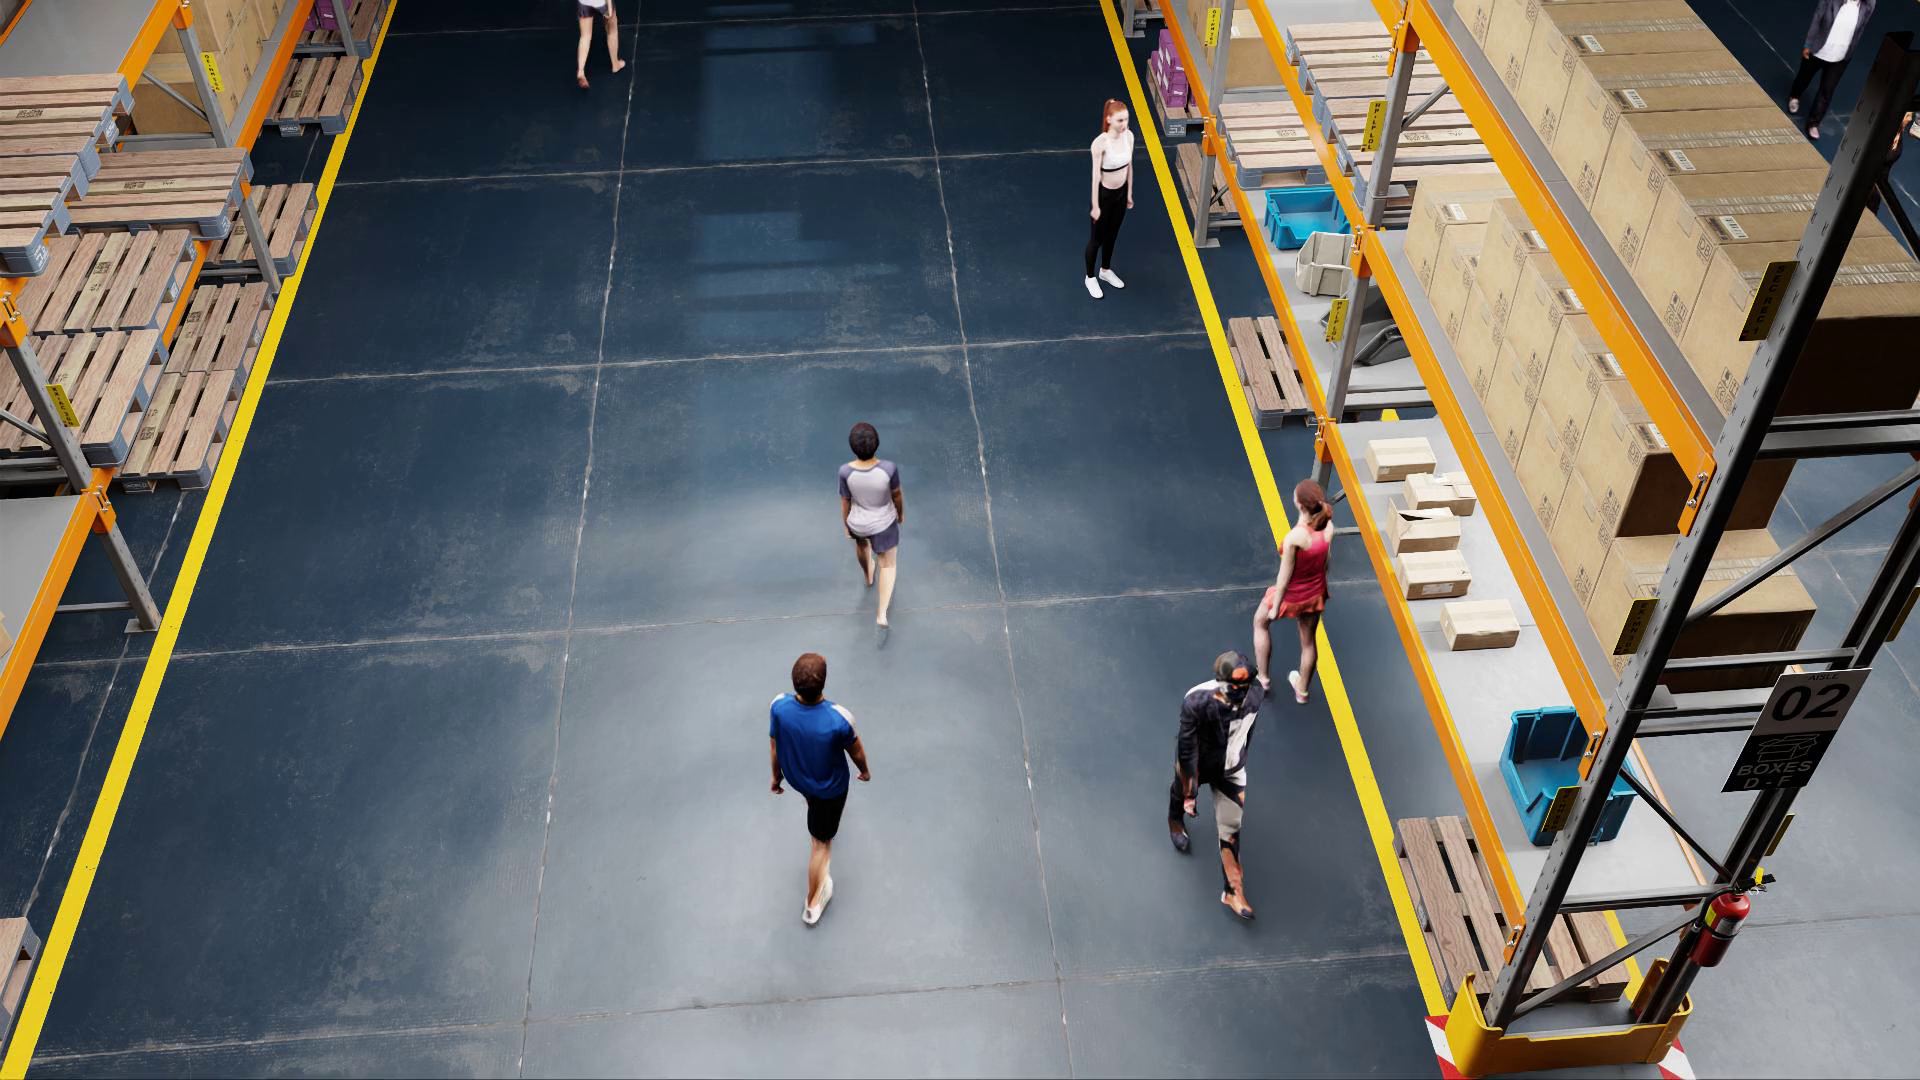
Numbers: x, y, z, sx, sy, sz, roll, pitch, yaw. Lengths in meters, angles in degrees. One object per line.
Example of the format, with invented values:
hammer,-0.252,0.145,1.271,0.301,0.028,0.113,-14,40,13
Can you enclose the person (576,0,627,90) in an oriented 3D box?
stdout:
person,-3.662,-5.285,16.422,0.811,1.683,1.097,10,44,10

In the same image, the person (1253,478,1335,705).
person,2.137,0.369,10.448,0.700,1.737,0.775,-16,46,-17

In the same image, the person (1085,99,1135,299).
person,1.235,-2.844,13.818,0.669,1.739,0.681,-26,49,-25

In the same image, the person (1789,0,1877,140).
person,8.301,-4.727,15.916,0.896,1.572,1.116,11,45,11

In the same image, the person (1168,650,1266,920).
person,1.385,1.208,9.491,0.798,1.841,1.210,-9,44,-10

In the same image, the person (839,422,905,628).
person,-0.579,-0.093,11.076,0.670,1.539,1.013,3,44,4

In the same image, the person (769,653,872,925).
person,-0.830,1.407,9.301,0.986,1.816,1.307,12,45,12
